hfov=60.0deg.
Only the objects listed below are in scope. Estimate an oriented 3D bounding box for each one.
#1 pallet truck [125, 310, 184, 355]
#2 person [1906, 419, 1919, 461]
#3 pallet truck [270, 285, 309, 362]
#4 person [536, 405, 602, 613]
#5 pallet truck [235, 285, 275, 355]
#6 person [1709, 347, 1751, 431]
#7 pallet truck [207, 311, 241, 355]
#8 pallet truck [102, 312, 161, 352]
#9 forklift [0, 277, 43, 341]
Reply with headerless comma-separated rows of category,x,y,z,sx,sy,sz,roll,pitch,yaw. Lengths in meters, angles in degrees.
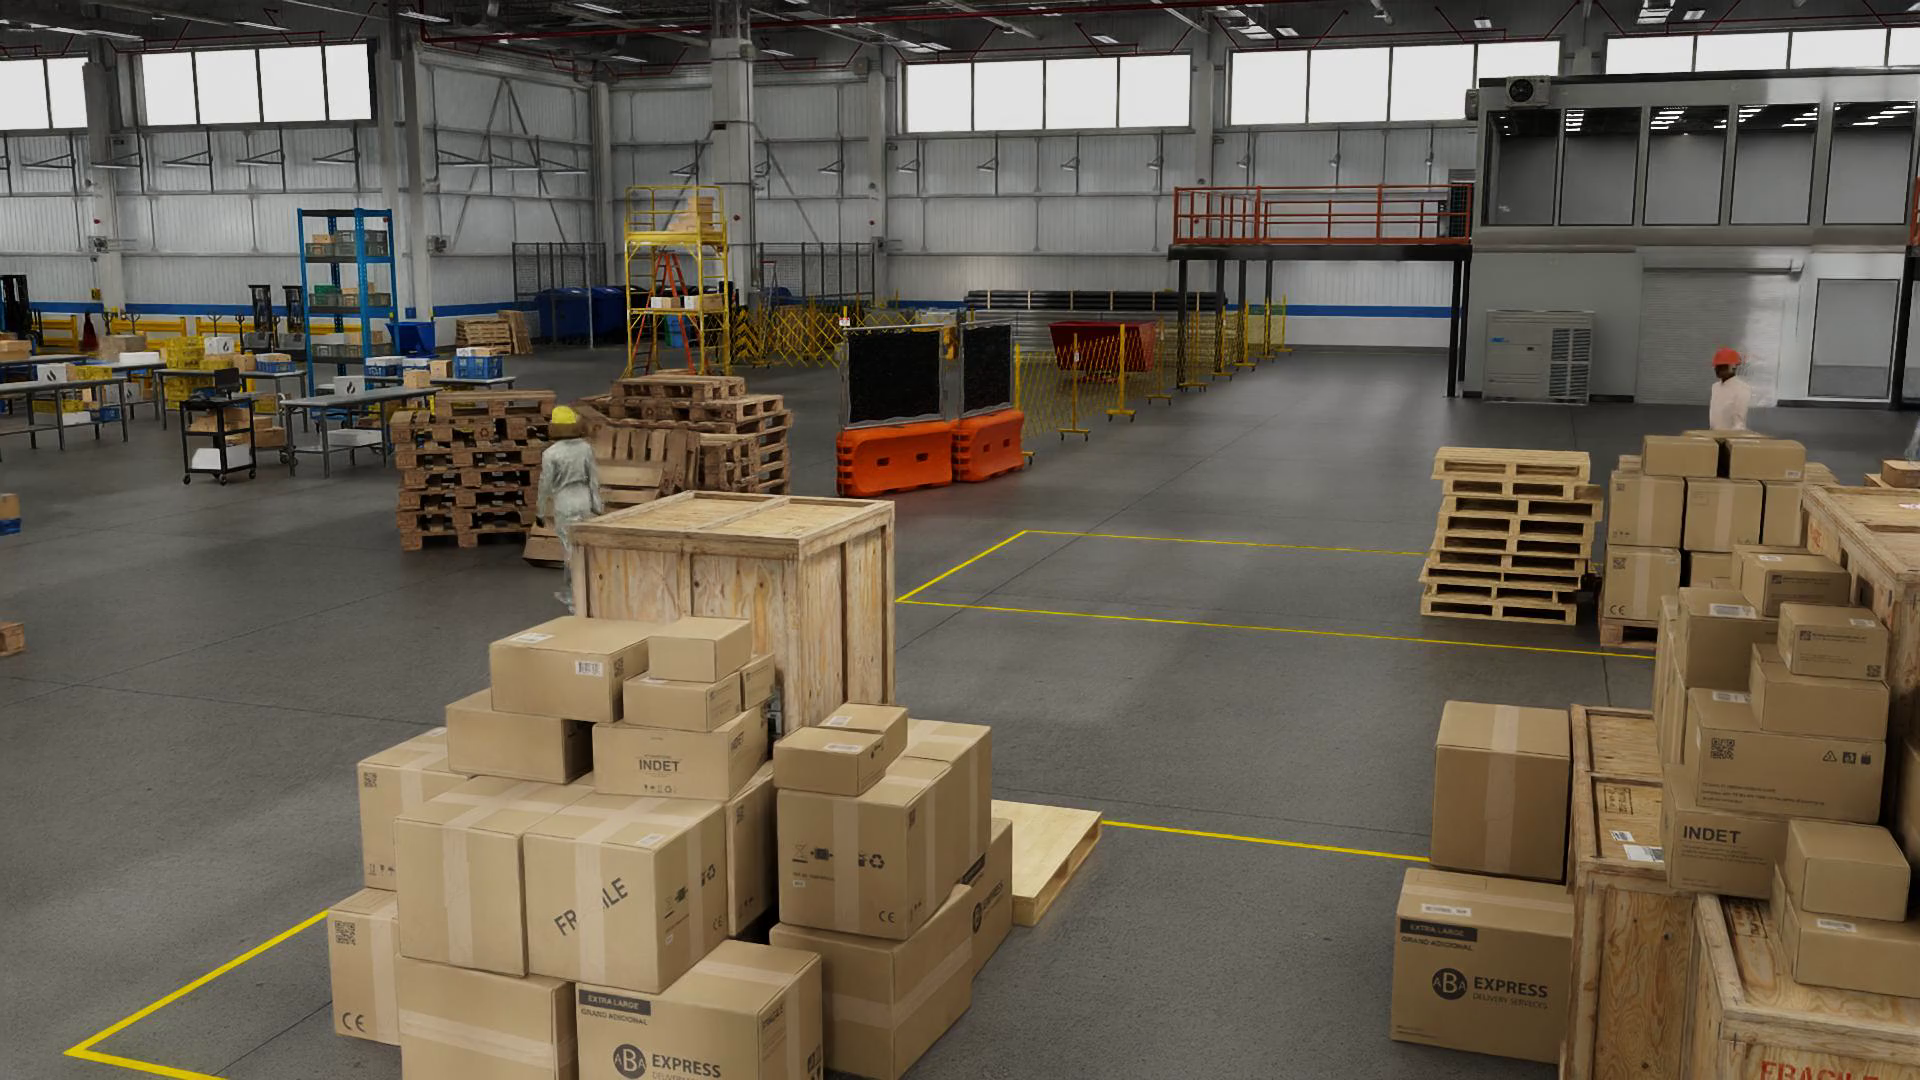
pallet truck,-22.038,-5.665,45.457,0.704,1.261,1.522,3,11,17
person,9.853,-0.846,16.705,0.566,1.872,0.992,-3,11,-18
pallet truck,-17.147,-5.700,43.663,0.823,1.965,1.885,3,11,17
person,-3.298,-0.258,13.781,0.785,1.709,0.512,9,13,41
pallet truck,-18.327,-5.835,44.421,0.823,1.965,1.885,4,11,23
person,7.932,-1.024,17.418,0.676,1.974,0.617,-2,10,-12
pallet truck,-19.537,-5.575,44.913,0.653,1.274,1.630,3,11,19
pallet truck,-23.057,-5.777,46.261,0.680,1.201,1.601,3,11,19
forklift,-27.151,-6.329,46.328,1.157,1.987,2.680,3,11,17
